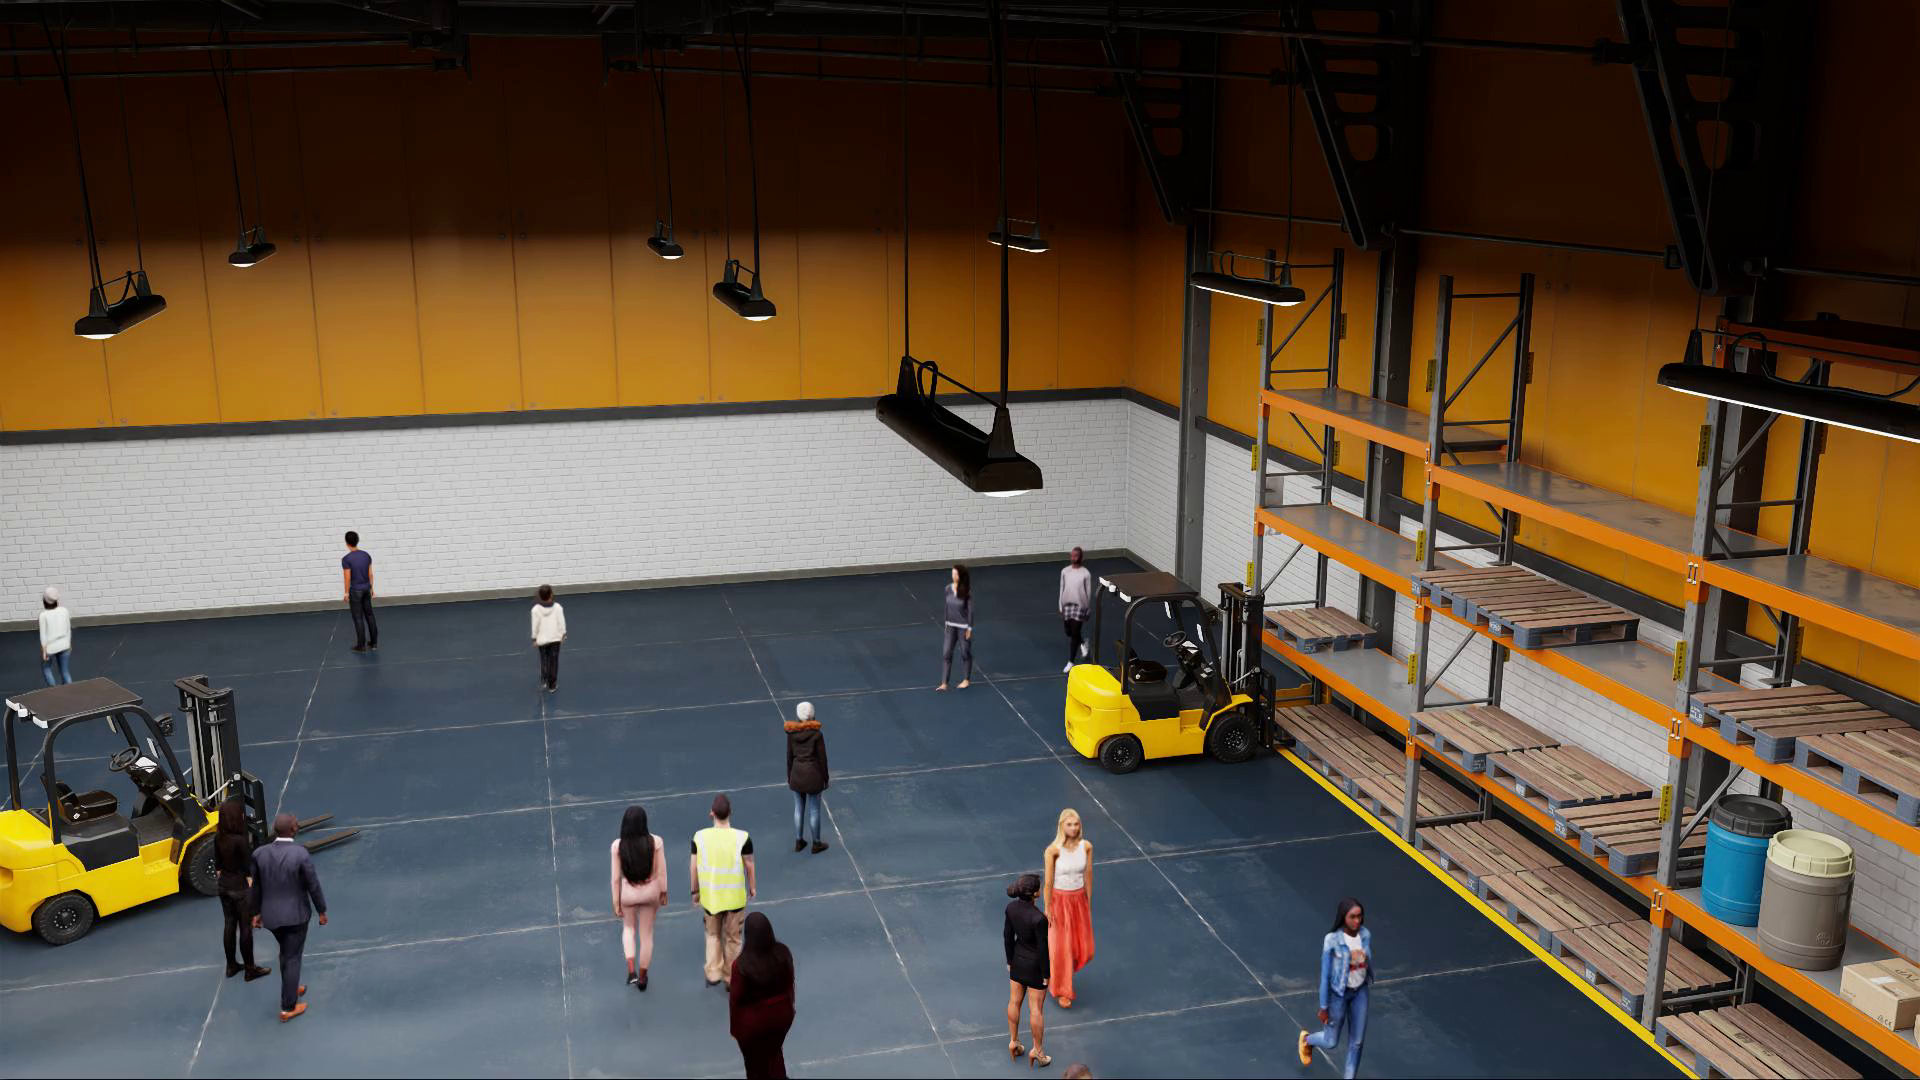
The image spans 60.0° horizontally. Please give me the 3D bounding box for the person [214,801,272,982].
[{"bbox_3d":[-6.439,3.109,14.782,0.658,1.641,0.702,6,15,24],"label":"person"}]

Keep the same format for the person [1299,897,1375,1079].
[{"bbox_3d":[2.932,3.540,12.896,0.697,1.691,1.025,-6,15,-22],"label":"person"}]

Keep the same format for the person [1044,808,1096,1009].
[{"bbox_3d":[0.883,3.132,14.367,0.640,1.791,0.794,-4,14,-17],"label":"person"}]

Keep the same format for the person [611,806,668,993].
[{"bbox_3d":[-2.787,3.153,14.455,0.667,1.709,0.712,-2,14,-8],"label":"person"}]

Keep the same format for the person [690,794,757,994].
[{"bbox_3d":[-2.059,3.104,14.394,0.803,1.833,0.828,0,14,1],"label":"person"}]

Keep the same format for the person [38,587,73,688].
[{"bbox_3d":[-11.775,1.427,21.747,0.824,1.631,0.763,9,16,33],"label":"person"}]

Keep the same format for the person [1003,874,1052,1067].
[{"bbox_3d":[0.555,3.449,13.382,0.702,1.640,0.767,11,18,39],"label":"person"}]

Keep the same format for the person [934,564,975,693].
[{"bbox_3d":[0.027,1.172,22.554,0.953,1.747,1.025,7,15,27],"label":"person"}]

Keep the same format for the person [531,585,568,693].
[{"bbox_3d":[-5.566,1.350,22.477,0.677,1.438,0.778,0,14,0],"label":"person"}]

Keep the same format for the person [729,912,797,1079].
[{"bbox_3d":[-1.414,3.629,12.414,0.779,1.745,0.787,-10,17,-36],"label":"person"}]

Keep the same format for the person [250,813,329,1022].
[{"bbox_3d":[-5.713,3.212,14.016,0.886,1.802,0.923,2,14,9],"label":"person"}]

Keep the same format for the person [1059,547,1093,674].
[{"bbox_3d":[1.658,0.955,23.439,1.059,1.753,1.131,7,15,27],"label":"person"}]

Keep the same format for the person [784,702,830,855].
[{"bbox_3d":[-1.602,2.477,17.406,0.741,1.635,0.778,5,15,20],"label":"person"}]

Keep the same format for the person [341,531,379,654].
[{"bbox_3d":[-8.747,0.748,24.221,0.754,1.788,0.715,9,16,33],"label":"person"}]
